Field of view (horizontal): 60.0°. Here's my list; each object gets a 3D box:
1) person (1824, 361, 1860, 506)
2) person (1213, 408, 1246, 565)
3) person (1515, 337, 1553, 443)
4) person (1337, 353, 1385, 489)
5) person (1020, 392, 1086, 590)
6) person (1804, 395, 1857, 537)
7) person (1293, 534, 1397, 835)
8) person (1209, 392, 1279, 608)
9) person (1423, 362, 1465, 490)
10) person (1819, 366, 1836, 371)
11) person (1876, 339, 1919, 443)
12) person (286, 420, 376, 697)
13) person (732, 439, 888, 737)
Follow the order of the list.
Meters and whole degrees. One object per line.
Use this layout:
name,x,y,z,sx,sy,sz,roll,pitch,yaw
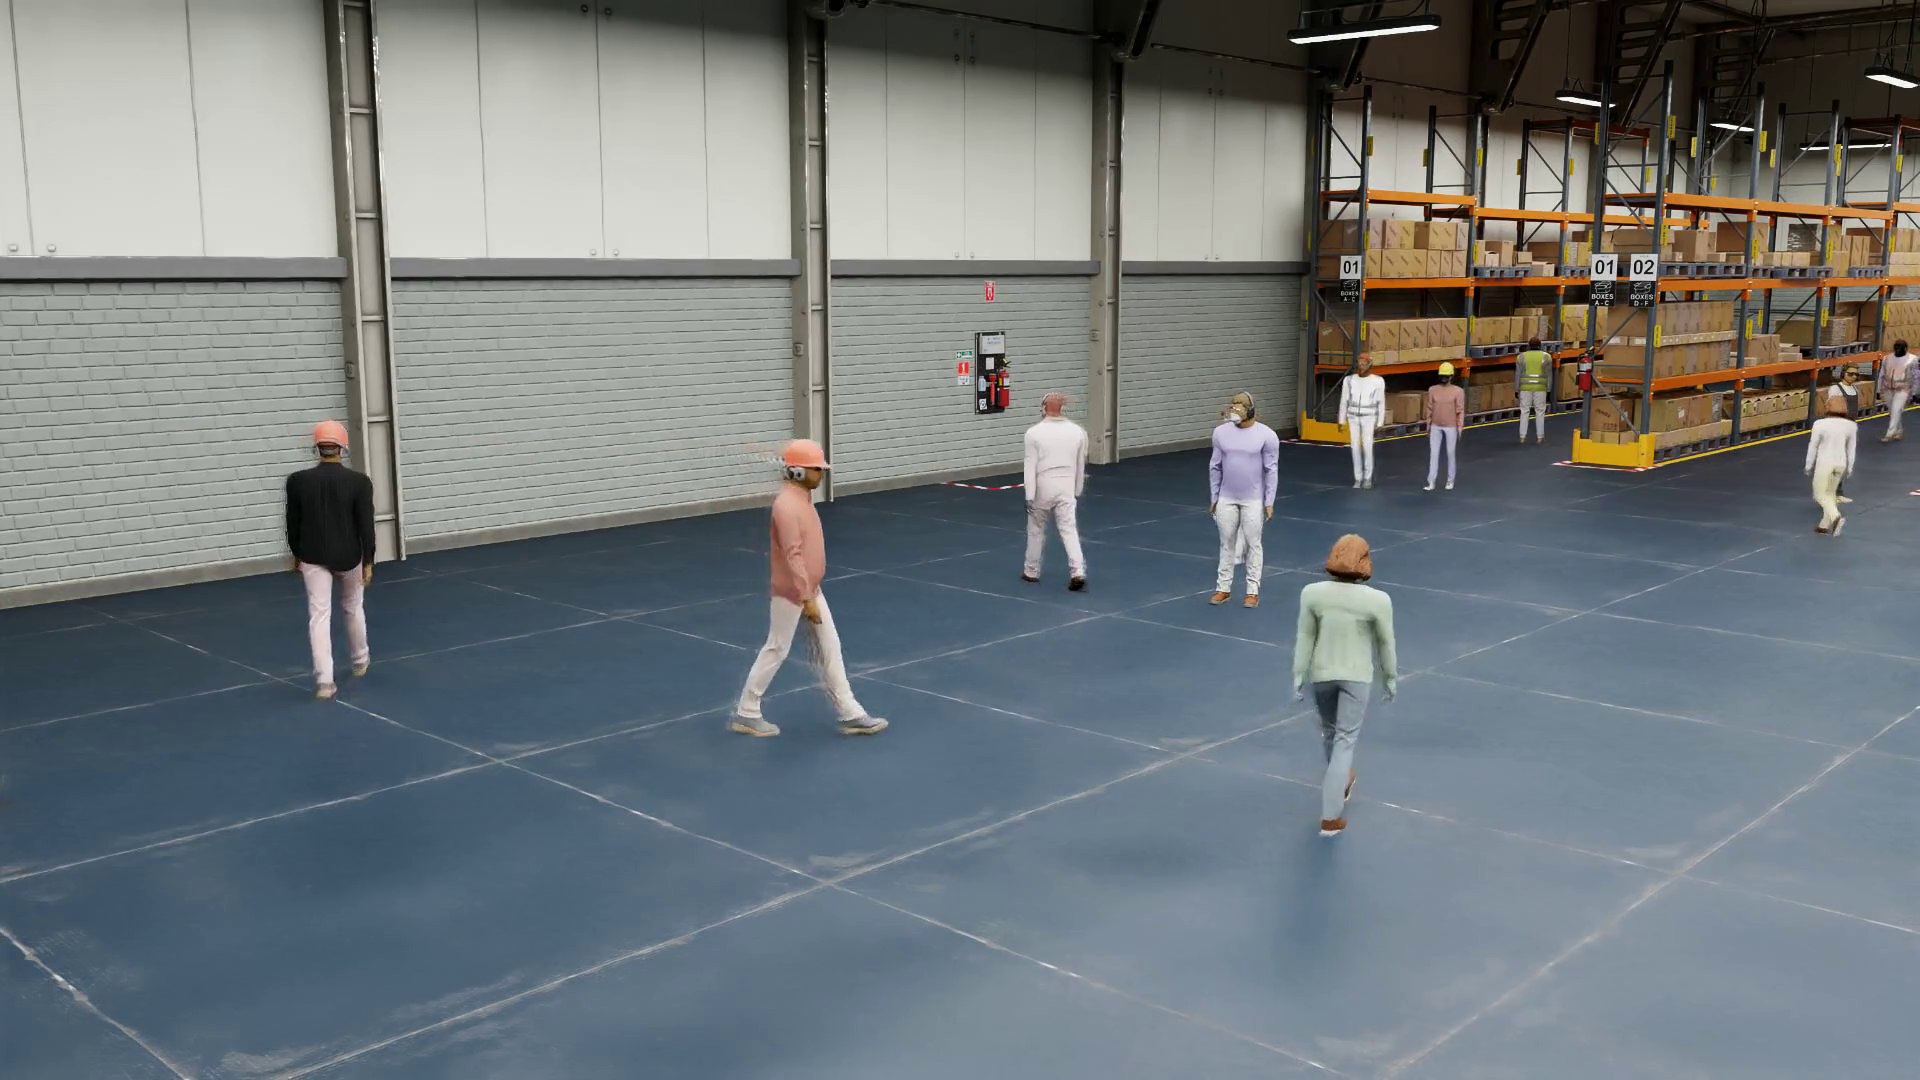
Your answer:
person,11.282,-1.364,21.281,0.506,1.841,0.345,-6,11,-31
person,2.779,-0.536,16.900,0.389,1.624,0.512,-5,10,-27
person,9.910,-2.589,28.753,0.619,1.841,0.430,4,10,20
person,5.477,-1.617,22.735,0.579,1.864,0.505,5,11,28
person,0.902,-0.466,15.757,0.662,1.864,0.983,-4,10,-22
person,9.808,-0.825,18.686,0.511,1.612,0.636,-1,9,-6
person,2.126,0.758,9.107,0.521,1.588,0.851,6,11,31
person,2.522,-0.360,14.870,0.627,1.936,0.376,5,11,29
person,6.611,-1.551,22.711,0.530,1.772,0.436,6,11,34
person,19.223,-3.967,37.021,0.578,1.879,0.375,9,13,43
person,16.321,-2.606,28.946,0.937,1.807,0.629,-7,11,-36
person,-4.519,0.112,11.992,0.615,1.942,1.018,-2,10,-14
person,-1.011,0.326,10.687,0.998,1.951,0.622,2,10,14
